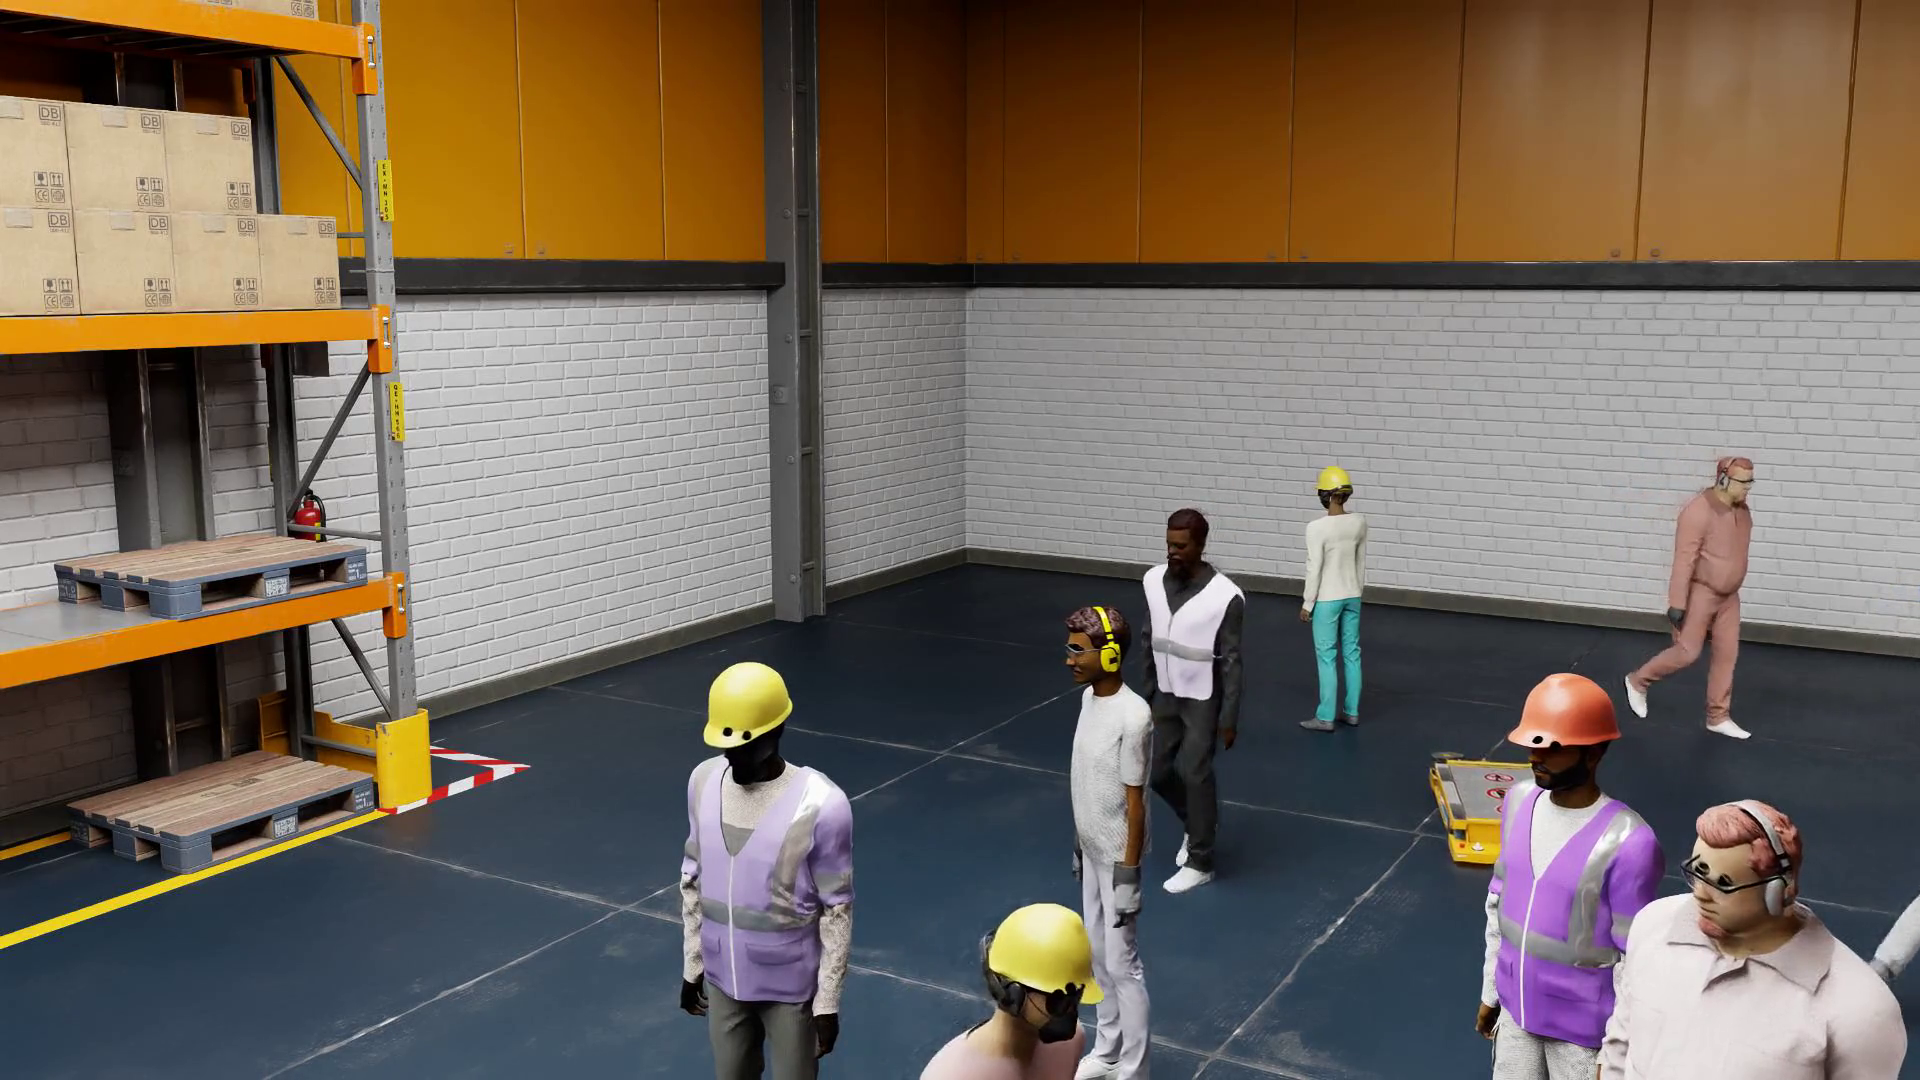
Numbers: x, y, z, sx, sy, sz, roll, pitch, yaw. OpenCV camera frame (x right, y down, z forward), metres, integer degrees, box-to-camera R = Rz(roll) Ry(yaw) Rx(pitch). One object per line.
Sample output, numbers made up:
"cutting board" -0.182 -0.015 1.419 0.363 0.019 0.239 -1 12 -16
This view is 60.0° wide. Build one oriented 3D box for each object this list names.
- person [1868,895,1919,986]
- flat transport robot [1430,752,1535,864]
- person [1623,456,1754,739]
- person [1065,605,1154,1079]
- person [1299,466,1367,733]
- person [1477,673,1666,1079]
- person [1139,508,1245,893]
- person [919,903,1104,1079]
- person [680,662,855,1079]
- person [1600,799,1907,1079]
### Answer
"person" 4.031 1.060 6.489 0.859 1.896 0.664 0 9 2
"flat transport robot" 2.961 1.452 9.065 0.652 0.197 1.431 2 9 11
"person" 4.857 0.348 11.009 0.662 1.872 0.773 -5 11 -30
"person" 0.525 1.152 6.002 0.318 1.861 0.519 -3 10 -18
"person" 2.464 0.392 11.025 0.526 1.768 0.330 -6 11 -31
"person" 1.672 1.323 4.686 0.358 1.938 0.545 -5 10 -28
"person" 1.135 0.777 8.170 0.448 1.909 0.640 -8 12 -41
"person" 0.011 1.595 3.756 0.569 1.694 0.985 -8 12 -39
"person" -0.596 1.291 4.945 0.585 1.918 0.382 5 10 28
"person" 1.684 1.498 3.708 0.405 1.903 0.636 -6 11 -34
